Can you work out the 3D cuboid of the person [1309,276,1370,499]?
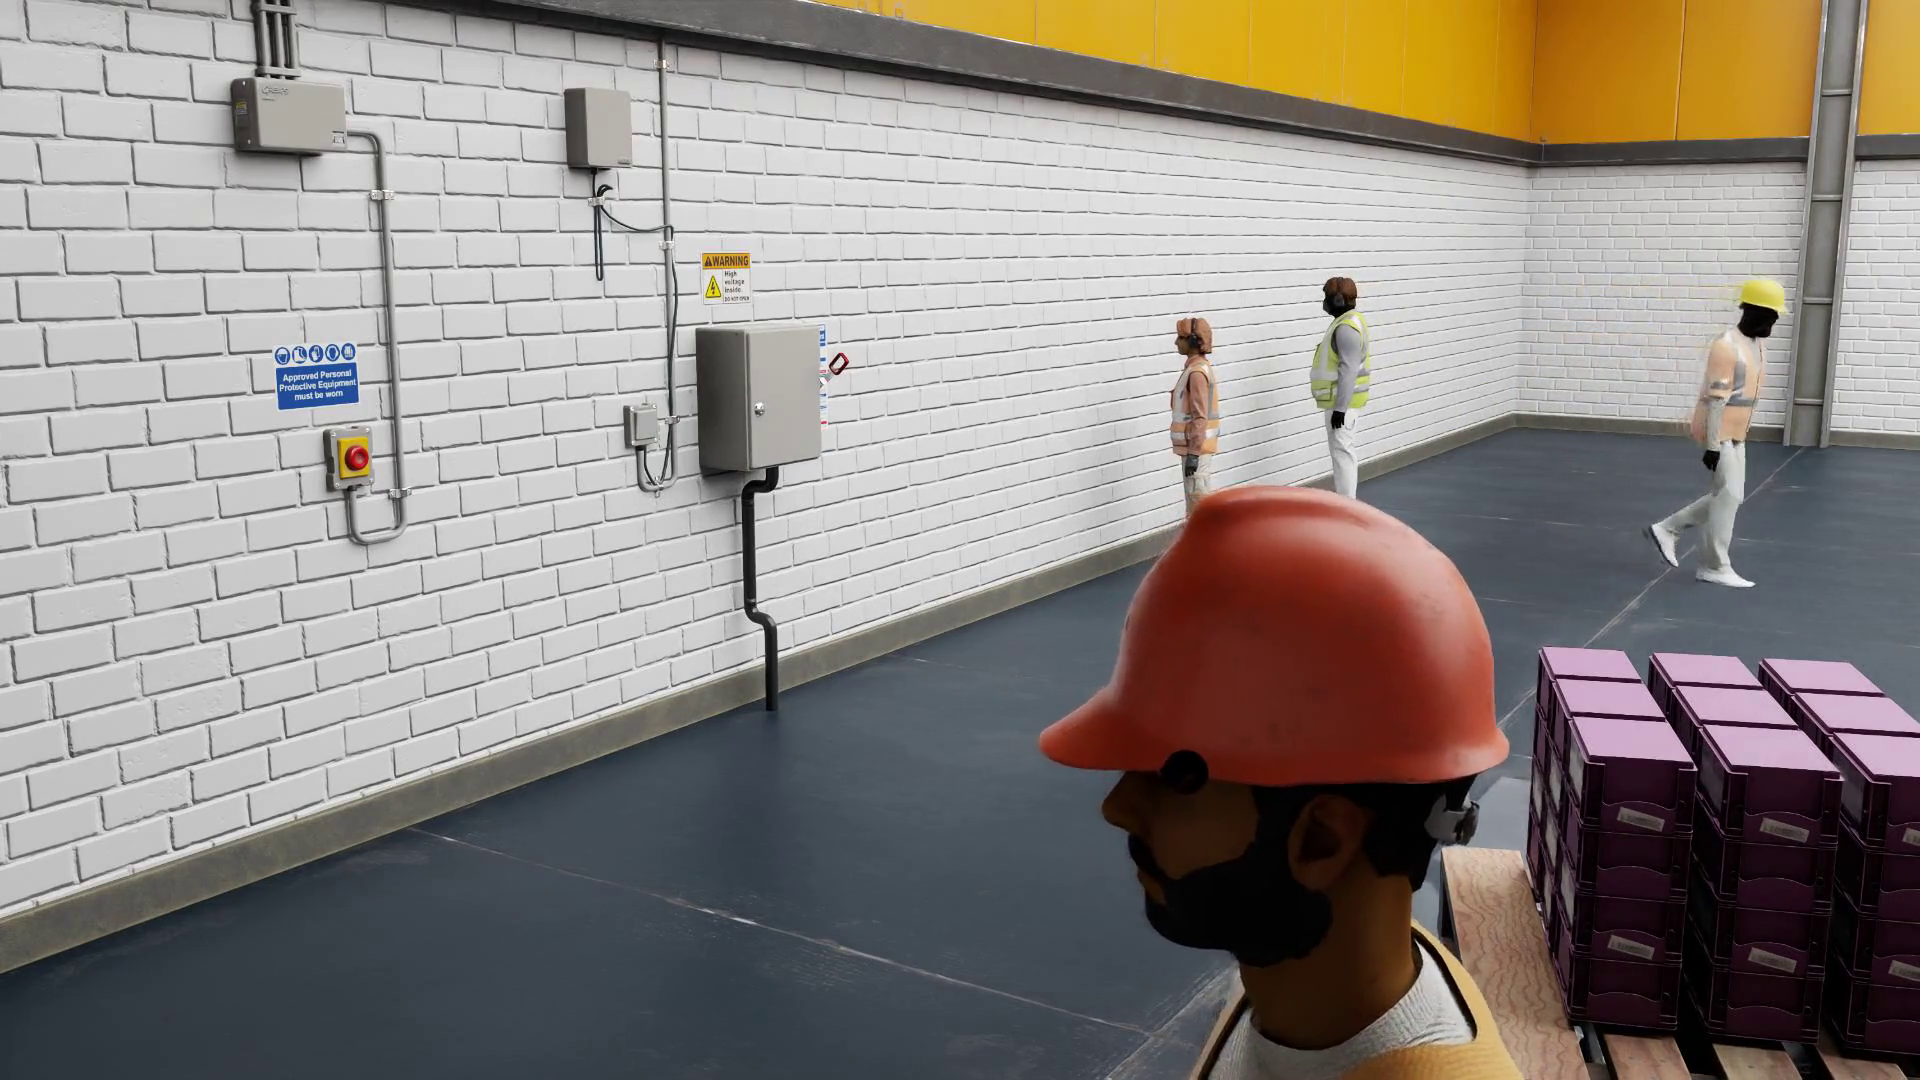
[{"bbox_3d":[2.752,-0.986,12.093,0.429,1.839,0.633,2,11,13],"label":"person"}]

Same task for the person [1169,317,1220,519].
[{"bbox_3d":[1.421,-0.531,10.123,0.308,1.639,0.523,1,10,6],"label":"person"}]

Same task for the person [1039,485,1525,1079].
[{"bbox_3d":[0.243,0.921,1.253,0.379,1.938,0.547,1,10,3],"label":"person"}]

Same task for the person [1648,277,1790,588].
[{"bbox_3d":[4.640,-0.660,10.172,0.594,1.891,0.682,-10,14,-44],"label":"person"}]
